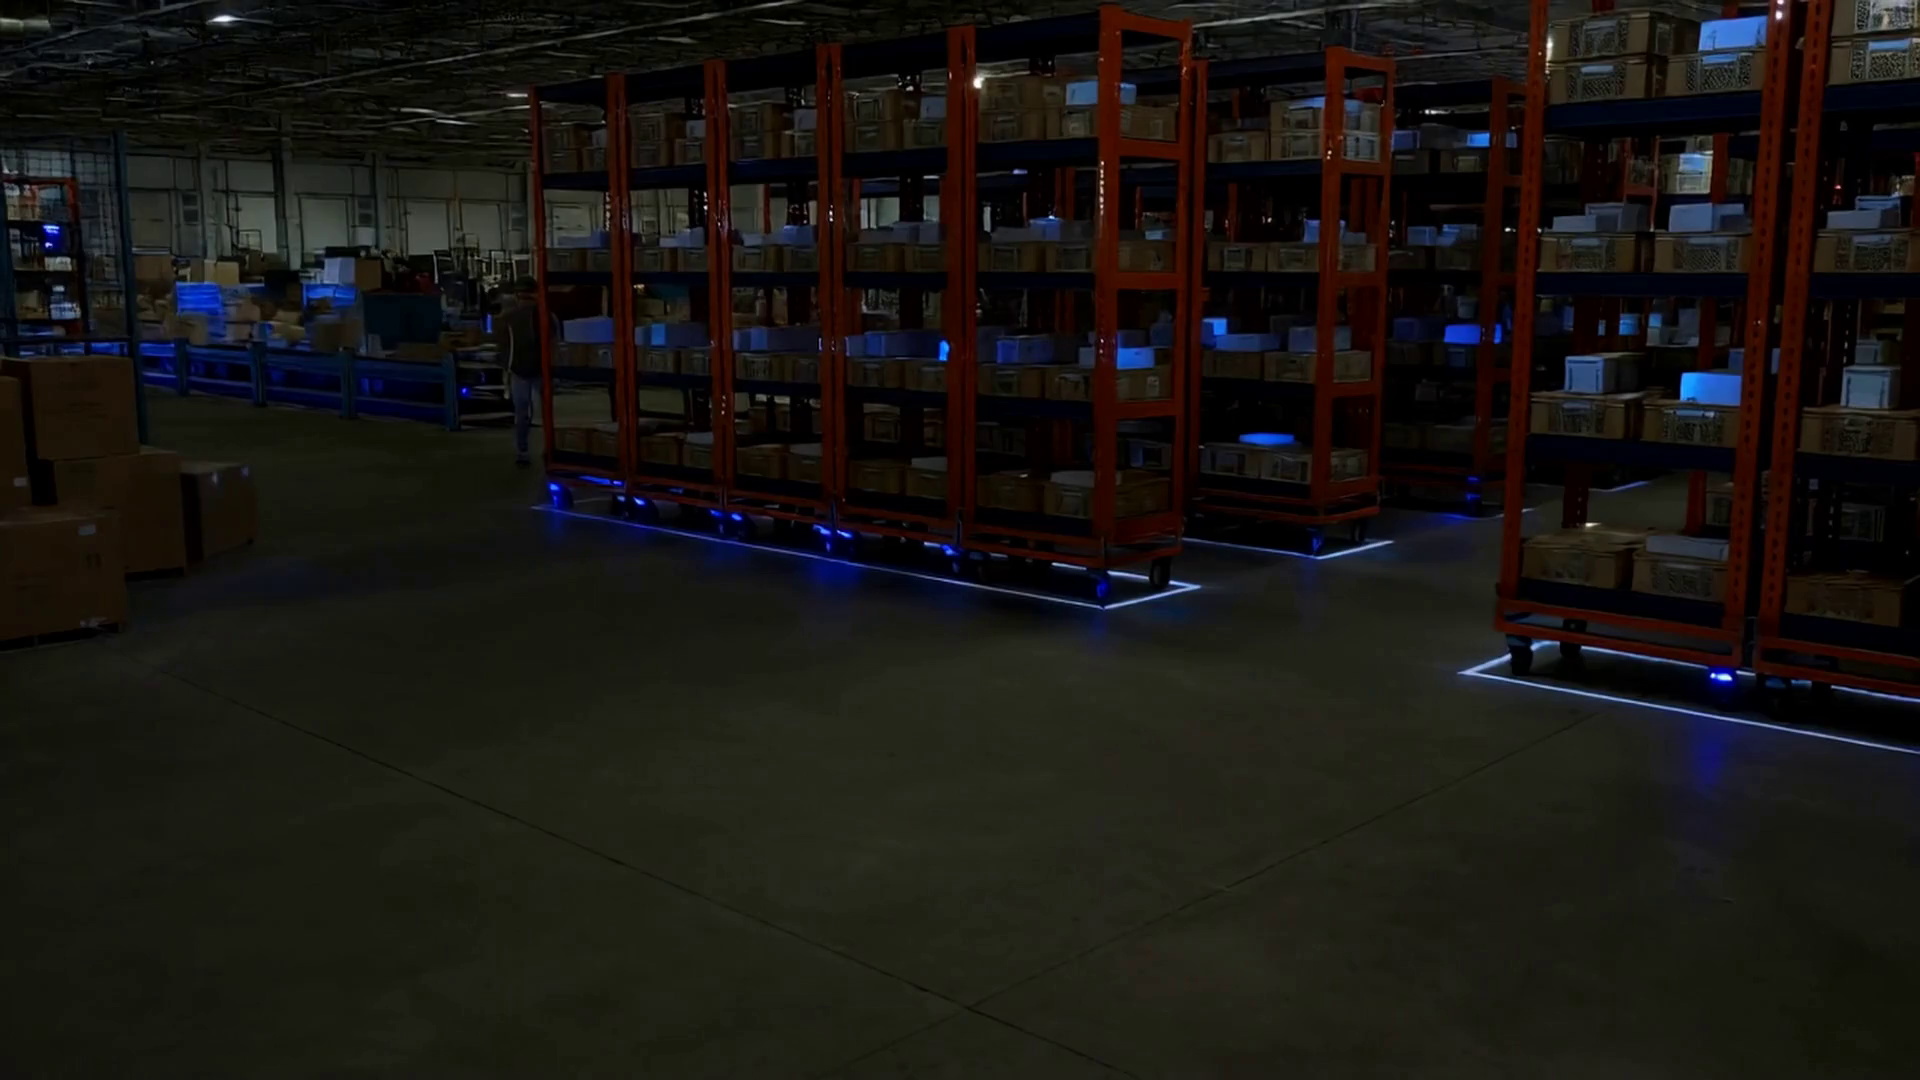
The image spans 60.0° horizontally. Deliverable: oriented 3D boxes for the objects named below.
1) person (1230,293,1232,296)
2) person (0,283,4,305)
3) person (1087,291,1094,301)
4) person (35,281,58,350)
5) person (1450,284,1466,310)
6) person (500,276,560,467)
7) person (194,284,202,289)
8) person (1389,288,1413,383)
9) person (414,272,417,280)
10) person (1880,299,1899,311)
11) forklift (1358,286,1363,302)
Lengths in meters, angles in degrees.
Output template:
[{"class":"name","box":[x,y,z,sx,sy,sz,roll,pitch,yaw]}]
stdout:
[{"class":"person","box":[7.891,-6.467,47.246,0.554,1.682,0.455,0,9,-3]},{"class":"person","box":[-35.266,-8.820,60.797,0.607,1.989,1.098,3,10,17]},{"class":"person","box":[5.140,-9.516,65.307,0.669,1.887,0.521,-8,12,-40]},{"class":"person","box":[-21.040,-5.097,38.546,1.015,1.802,0.481,-8,12,-39]},{"class":"person","box":[9.219,-3.868,30.823,0.384,1.845,0.570,4,10,21]},{"class":"person","box":[-4.495,-1.755,17.419,0.622,1.990,0.394,-4,10,-22]},{"class":"person","box":[-24.950,-7.752,54.480,0.983,1.898,0.552,-1,9,-9]},{"class":"person","box":[5.526,-2.239,20.873,0.404,1.830,0.602,-3,10,-18]},{"class":"person","box":[-28.091,-12.852,85.786,0.355,1.886,0.572,1,9,7]},{"class":"person","box":[16.151,-3.596,29.015,0.650,1.887,0.665,0,9,1]},{"class":"forklift","box":[11.100,-7.017,46.970,1.873,2.768,1.129,9,13,43]}]
